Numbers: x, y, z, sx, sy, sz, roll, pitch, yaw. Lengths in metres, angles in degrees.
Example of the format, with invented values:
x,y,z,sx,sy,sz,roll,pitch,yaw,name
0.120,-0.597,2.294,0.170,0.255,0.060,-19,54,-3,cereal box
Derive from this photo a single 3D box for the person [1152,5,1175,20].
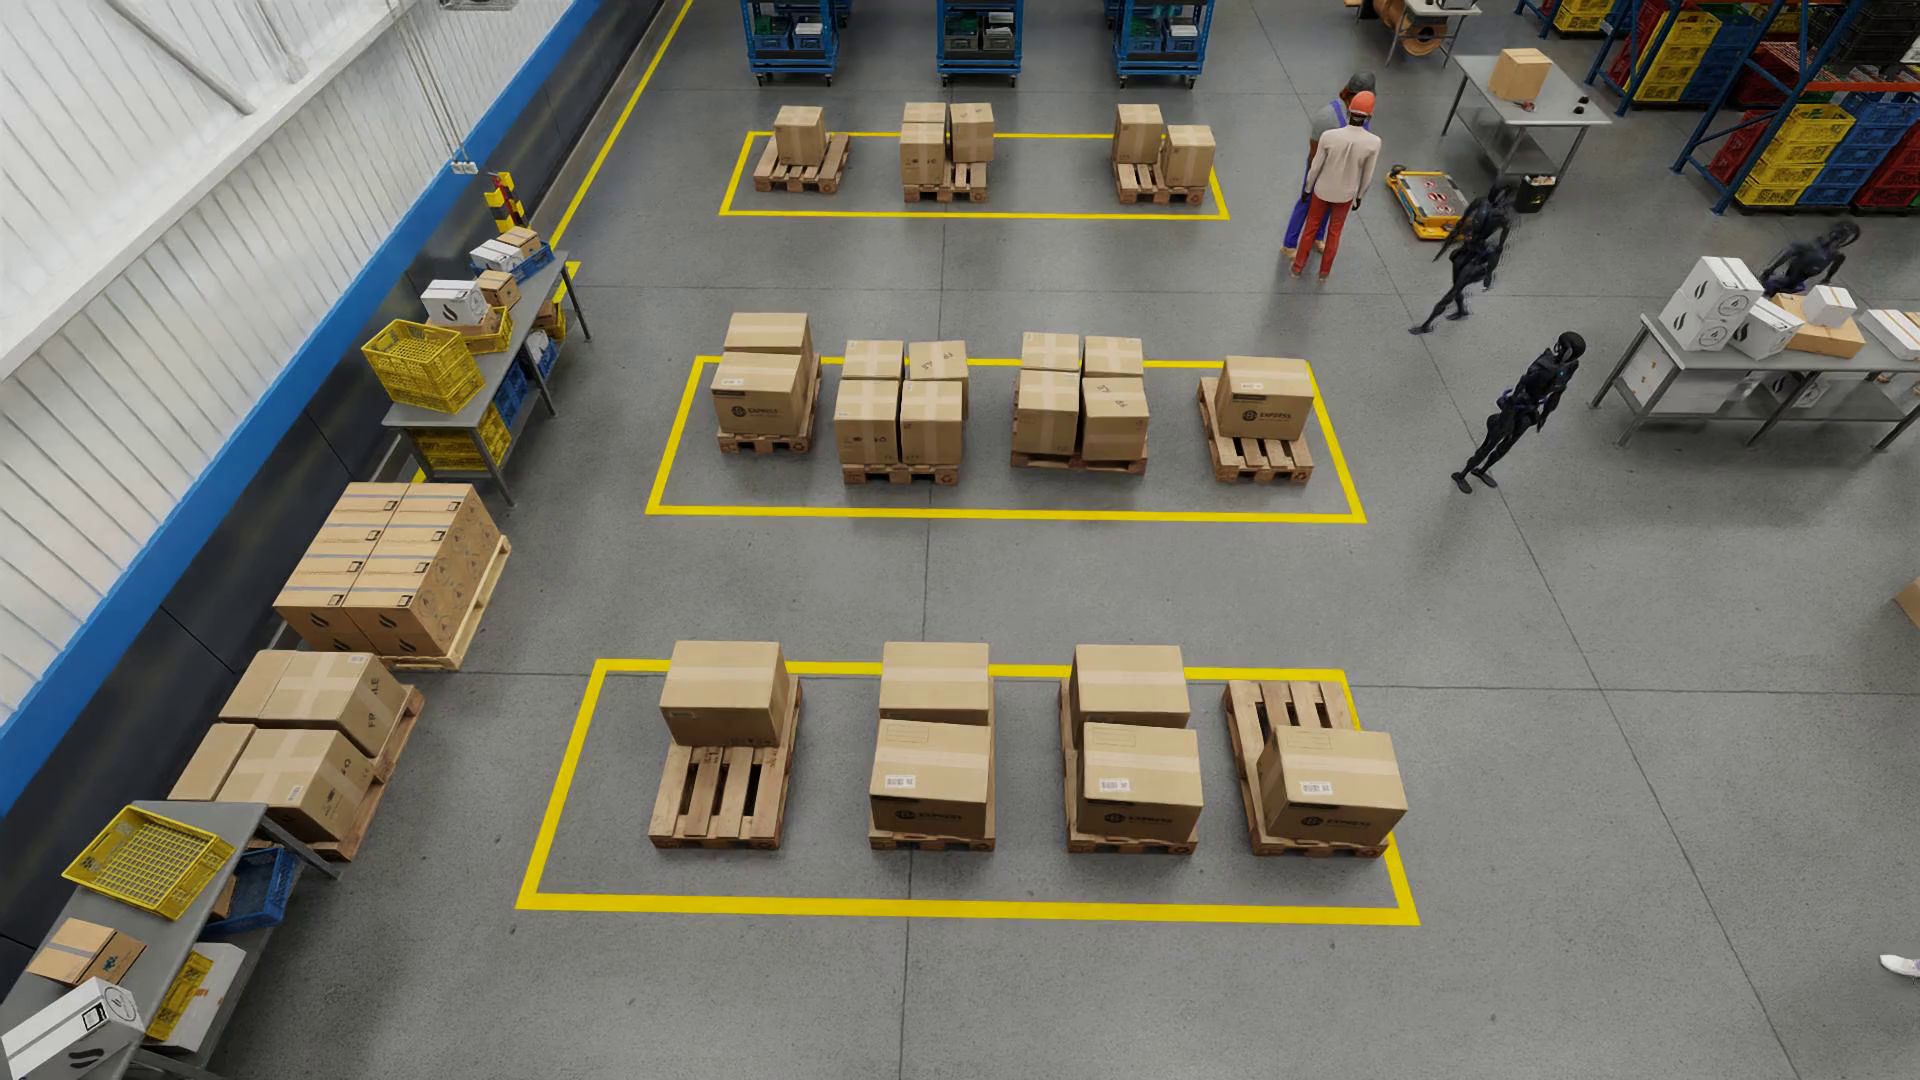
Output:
x,y,z,sx,sy,sz,roll,pitch,yaw,name
3.181,-8.552,13.963,0.530,1.734,0.613,12,50,11,person

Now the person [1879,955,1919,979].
x,y,z,sx,sy,sz,roll,pitch,yaw,name
5.772,2.018,4.698,0.533,1.910,0.594,16,51,13,person

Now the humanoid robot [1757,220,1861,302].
x,y,z,sx,sy,sz,roll,pitch,yaw,name
7.575,-2.235,8.543,0.650,1.630,0.396,8,50,7,humanoid robot

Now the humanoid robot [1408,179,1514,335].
x,y,z,sx,sy,sz,roll,pitch,yaw,name
5.054,-2.795,9.054,0.762,1.630,0.608,-11,50,-10,humanoid robot

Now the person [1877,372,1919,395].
x,y,z,sx,sy,sz,roll,pitch,yaw,name
9.326,-2.164,8.340,0.574,1.882,0.356,36,58,27,person

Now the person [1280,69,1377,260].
x,y,z,sx,sy,sz,roll,pitch,yaw,name
4.007,-3.986,9.813,0.682,2.000,0.536,-19,52,-16,person

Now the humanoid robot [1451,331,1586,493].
x,y,z,sx,sy,sz,roll,pitch,yaw,name
4.580,-1.020,7.488,0.541,1.648,0.361,-13,50,-11,humanoid robot

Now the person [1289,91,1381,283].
x,y,z,sx,sy,sz,roll,pitch,yaw,name
3.896,-3.635,9.539,0.621,1.991,0.395,12,50,10,person

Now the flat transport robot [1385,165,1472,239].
x,y,z,sx,sy,sz,roll,pitch,yaw,name
5.692,-4.094,11.059,0.652,0.197,1.431,1,49,1,flat transport robot
